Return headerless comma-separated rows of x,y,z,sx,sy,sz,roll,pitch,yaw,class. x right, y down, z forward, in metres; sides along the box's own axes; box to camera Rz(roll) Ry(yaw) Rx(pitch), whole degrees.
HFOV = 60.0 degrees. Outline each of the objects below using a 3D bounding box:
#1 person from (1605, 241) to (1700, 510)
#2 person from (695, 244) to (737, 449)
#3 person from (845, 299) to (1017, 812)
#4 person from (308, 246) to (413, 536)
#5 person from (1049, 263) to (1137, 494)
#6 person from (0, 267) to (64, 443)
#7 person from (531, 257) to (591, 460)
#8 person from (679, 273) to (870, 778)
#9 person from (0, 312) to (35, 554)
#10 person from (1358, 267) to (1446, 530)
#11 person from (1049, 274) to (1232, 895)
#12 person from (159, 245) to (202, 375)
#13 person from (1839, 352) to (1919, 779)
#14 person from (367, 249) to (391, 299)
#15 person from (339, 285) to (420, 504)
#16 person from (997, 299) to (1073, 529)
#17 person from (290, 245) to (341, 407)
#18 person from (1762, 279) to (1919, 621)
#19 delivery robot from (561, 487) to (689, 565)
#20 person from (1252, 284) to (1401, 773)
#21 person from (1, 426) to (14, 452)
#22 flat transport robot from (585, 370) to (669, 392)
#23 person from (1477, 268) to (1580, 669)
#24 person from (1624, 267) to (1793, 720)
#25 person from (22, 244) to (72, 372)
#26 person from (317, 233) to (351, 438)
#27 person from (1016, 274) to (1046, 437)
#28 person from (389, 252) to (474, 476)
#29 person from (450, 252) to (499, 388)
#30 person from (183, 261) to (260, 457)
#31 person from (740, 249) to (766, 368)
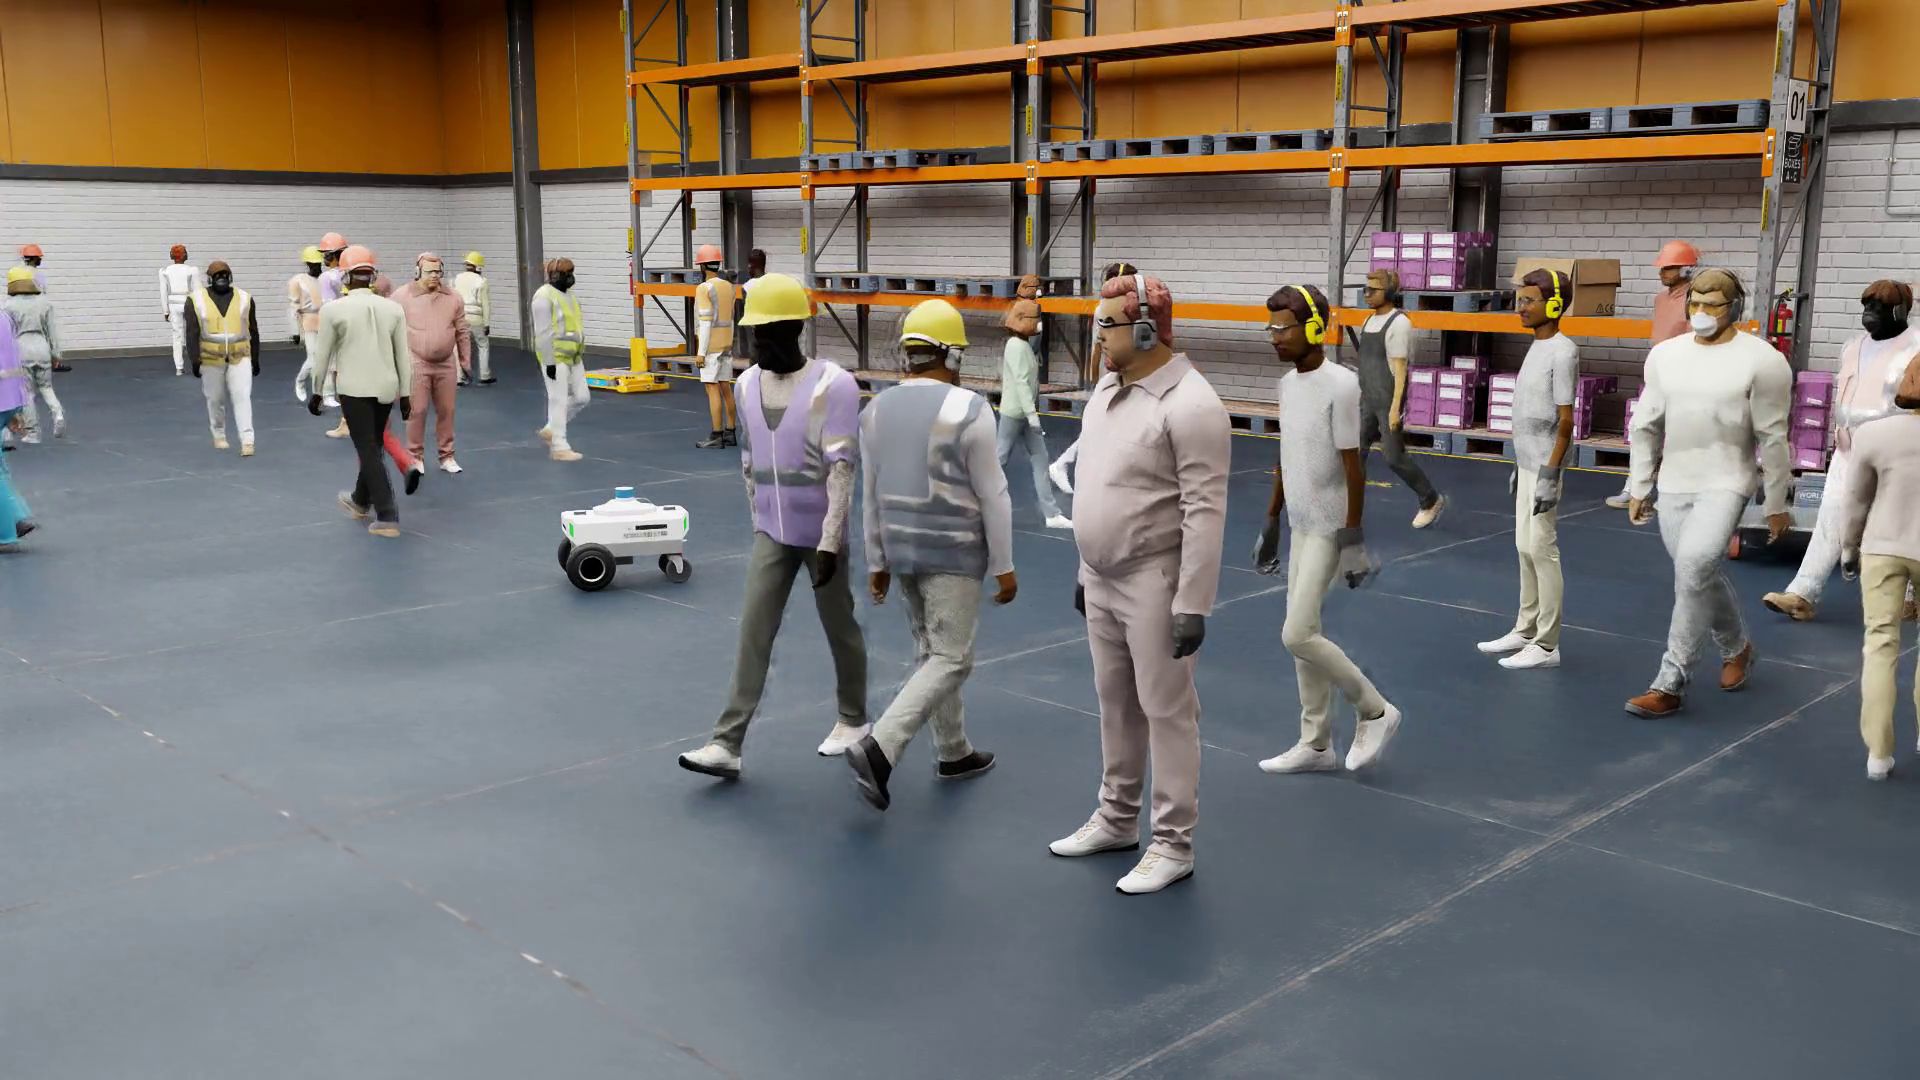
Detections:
5.076,-1.165,12.079,0.776,1.966,0.654,-2,11,-11,person
-2.353,-1.832,15.822,0.366,1.933,0.551,5,11,24,person
-0.137,0.057,5.898,0.597,1.804,0.778,10,14,42,person
-4.138,-1.028,11.409,1.008,1.942,0.614,9,13,39,person
1.095,-1.223,12.819,0.912,1.824,0.541,4,11,20,person
-9.027,-1.791,16.188,0.499,1.716,0.504,7,13,35,person
-3.609,-1.626,15.005,0.456,1.833,0.639,3,11,18,person
-0.638,-0.042,6.216,0.599,1.874,0.968,6,12,30,person
-6.174,-0.806,10.515,0.452,1.832,0.577,-2,11,-10,person
2.918,-0.933,11.255,0.862,1.821,0.514,-4,11,-20,person
0.543,0.138,5.172,0.401,1.904,0.641,-5,12,-26,person
-11.258,-3.328,24.125,0.573,1.883,0.355,-2,11,-9,person
3.646,0.067,6.338,0.523,1.600,0.752,7,13,35,person
-7.325,-2.672,20.584,0.873,1.876,0.644,8,13,38,person
-4.386,-1.130,12.460,0.474,1.752,0.529,5,11,25,person
0.379,-0.861,11.466,0.863,1.592,0.512,3,11,15,person
-7.628,-2.521,19.668,0.587,1.906,0.589,8,13,38,person
4.708,-0.442,8.631,0.944,1.789,0.650,-3,11,-17,person
-1.949,-0.067,9.706,0.707,0.478,0.477,-4,11,-19,delivery robot
1.335,-0.020,6.194,0.451,1.844,0.544,-2,11,-12,person
-9.240,-1.684,15.609,0.925,1.712,0.530,5,11,24,person
-4.511,-2.097,21.811,1.431,0.197,0.652,10,14,43,flat transport robot
2.697,-0.329,7.809,0.325,1.870,0.513,0,10,1,person
3.236,-0.215,7.139,0.959,1.904,0.661,-7,12,-33,person
-13.545,-3.367,24.274,0.549,1.905,0.948,7,13,34,person
-6.193,-2.035,16.631,0.386,2.045,0.605,3,11,16,person
0.700,-1.846,16.720,0.281,1.634,0.498,5,11,24,person
-4.461,-1.480,14.061,0.676,1.886,0.412,-8,13,-39,person
-6.511,-2.927,22.215,0.594,1.792,0.622,3,11,15,person
-6.850,-1.695,15.471,0.641,1.798,0.963,-6,12,-29,person
-1.902,-2.004,16.877,0.705,1.890,0.626,8,13,39,person
